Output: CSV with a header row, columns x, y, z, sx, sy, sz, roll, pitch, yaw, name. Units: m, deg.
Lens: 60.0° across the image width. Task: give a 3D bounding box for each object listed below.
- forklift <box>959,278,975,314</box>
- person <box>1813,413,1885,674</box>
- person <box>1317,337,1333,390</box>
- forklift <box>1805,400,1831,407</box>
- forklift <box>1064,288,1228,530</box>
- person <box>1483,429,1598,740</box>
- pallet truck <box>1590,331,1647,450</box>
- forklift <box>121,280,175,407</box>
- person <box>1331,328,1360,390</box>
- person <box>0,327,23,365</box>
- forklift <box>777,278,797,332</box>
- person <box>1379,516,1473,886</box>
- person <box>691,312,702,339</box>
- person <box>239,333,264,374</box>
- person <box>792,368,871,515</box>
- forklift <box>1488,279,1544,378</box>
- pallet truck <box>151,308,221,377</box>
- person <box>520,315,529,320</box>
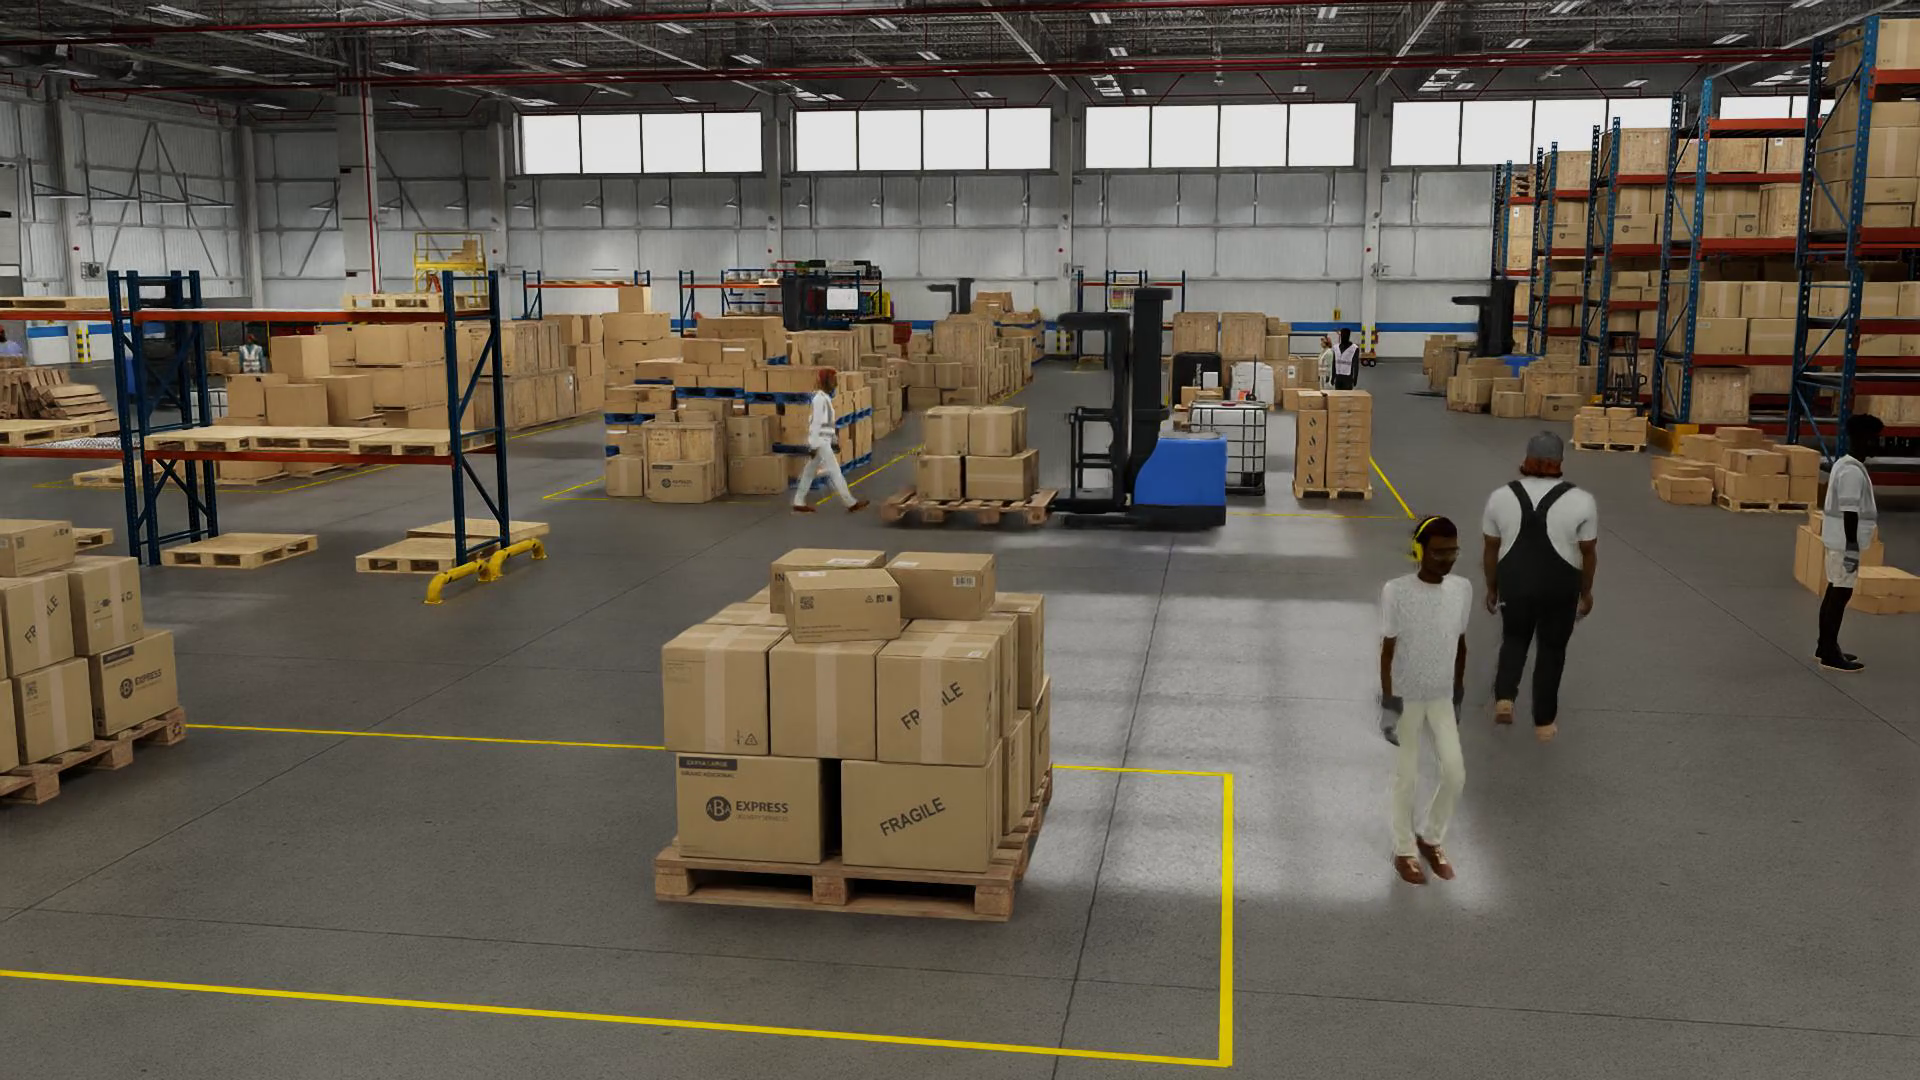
x,y,z,sx,sy,sz,roll,pitch,yaw,name
0.171,-5.962,46.683,1.873,2.768,1.129,0,9,3,forklift
6.750,0.015,12.636,0.363,1.962,0.612,4,10,22,person
7.667,-3.435,34.912,0.308,1.641,0.514,-2,9,-10,person
19.825,-4.356,36.781,1.873,2.768,1.129,1,9,9,forklift
2.234,-1.584,19.680,1.873,2.768,1.129,1,9,9,forklift
3.776,0.274,10.808,0.692,2.000,0.538,6,11,31,person
11.253,-2.573,28.499,0.823,1.965,1.885,5,10,27,pallet truck
-17.898,-4.386,36.966,1.129,2.768,1.873,-8,12,-41,forklift
7.608,-3.228,32.825,0.387,1.910,0.592,-8,12,-40,person
-19.775,-3.509,34.651,0.696,1.885,0.375,-2,9,-12,person
-4.385,-5.292,42.555,1.873,2.768,1.129,-2,9,-10,forklift
2.276,0.798,8.176,0.511,1.852,0.425,-1,9,-8,person
-7.099,-5.149,44.639,0.727,1.910,0.569,-1,9,-3,person
-15.858,-3.807,37.231,0.539,1.622,0.377,-2,9,-11,person
-1.640,-1.209,20.615,0.997,1.822,0.581,0,9,-3,person
12.439,-4.583,38.182,1.873,2.768,1.129,6,11,34,forklift
-21.869,-5.598,47.154,0.823,1.965,1.885,4,10,26,pallet truck
-11.307,-4.966,43.650,1.074,1.877,0.639,5,10,26,person
